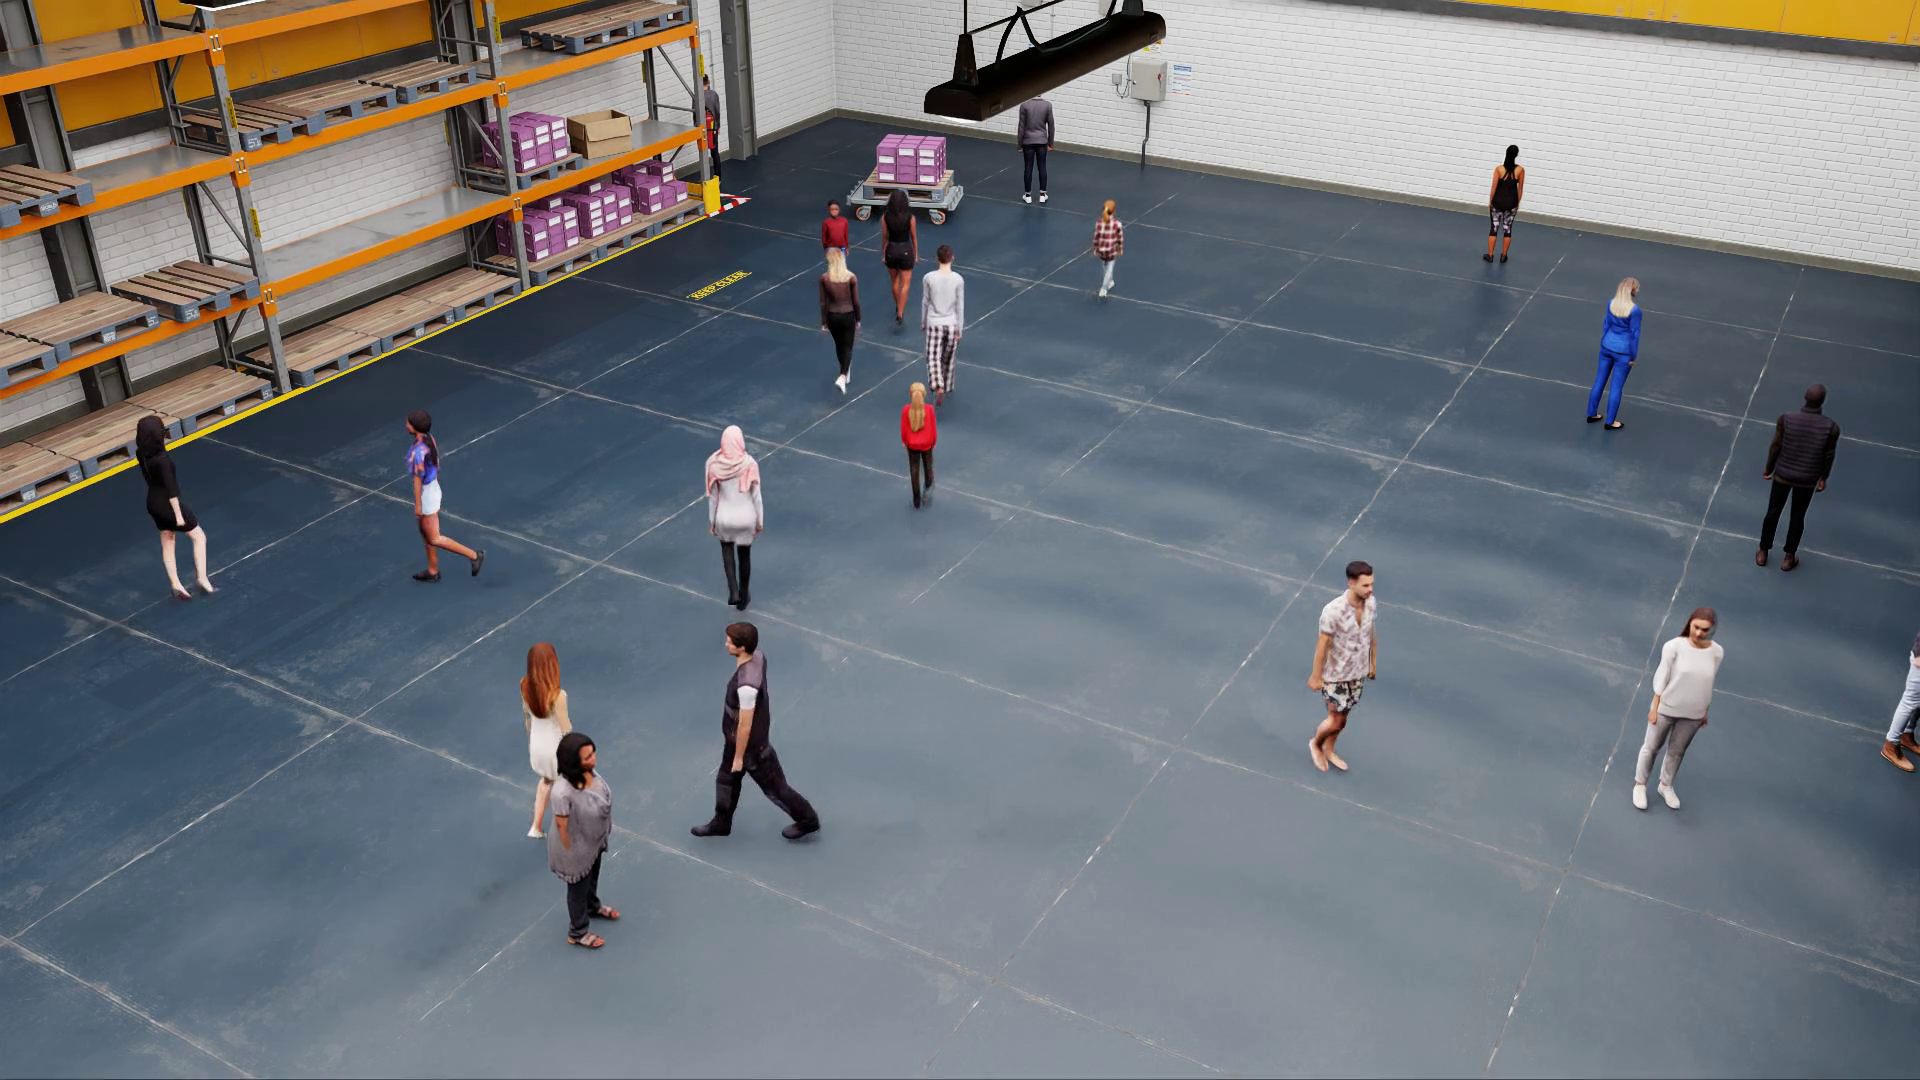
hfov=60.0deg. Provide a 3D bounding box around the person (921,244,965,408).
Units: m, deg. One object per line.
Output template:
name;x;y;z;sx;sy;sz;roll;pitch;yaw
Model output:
person;-0.198;-2.373;18.633;0.937;1.824;1.105;0;29;1

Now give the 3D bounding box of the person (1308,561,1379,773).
person;2.837;0.922;12.613;0.760;1.803;0.878;-16;33;-27

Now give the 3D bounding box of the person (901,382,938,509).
person;-0.408;-0.928;16.578;0.770;1.255;0.924;0;29;0

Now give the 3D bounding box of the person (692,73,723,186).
person;-3.991;-6.475;26.220;0.630;1.761;0.759;-17;33;-28

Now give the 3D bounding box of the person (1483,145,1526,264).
person;7.535;-4.668;23.009;0.651;1.662;0.629;4;29;7

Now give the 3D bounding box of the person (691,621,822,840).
person;-1.381;1.398;11.738;1.173;1.807;1.201;-3;29;-5

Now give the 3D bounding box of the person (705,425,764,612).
person;-1.970;-0.133;14.561;0.798;1.792;0.860;-1;29;-2

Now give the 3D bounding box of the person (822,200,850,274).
person;-1.647;-3.890;22.008;0.580;1.255;0.639;-7;29;-13

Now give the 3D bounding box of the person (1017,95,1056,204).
person;1.149;-6.073;25.425;0.807;1.816;0.787;0;29;-1

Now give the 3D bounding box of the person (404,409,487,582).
person;-4.727;-0.360;15.048;0.958;1.724;0.980;-1;29;-2

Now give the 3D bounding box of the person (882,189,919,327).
person;-0.764;-3.499;20.808;0.821;1.717;1.108;5;29;9

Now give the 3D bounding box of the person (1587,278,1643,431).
person;7.168;-2.044;18.160;0.710;1.699;0.700;-15;32;-26

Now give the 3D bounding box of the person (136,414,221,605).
person;-7.071;-0.217;14.711;0.635;1.795;0.592;17;33;28

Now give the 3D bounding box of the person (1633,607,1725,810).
person;5.272;1.213;12.202;0.680;1.688;0.689;1;29;2

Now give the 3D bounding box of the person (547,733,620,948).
person;-2.512;1.940;10.955;0.791;1.605;0.708;4;29;8

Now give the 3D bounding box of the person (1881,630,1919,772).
person;7.406;0.873;12.668;0.641;1.837;0.791;-19;34;-31

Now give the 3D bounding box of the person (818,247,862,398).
person;-1.372;-2.464;18.957;0.933;1.674;1.167;4;29;8

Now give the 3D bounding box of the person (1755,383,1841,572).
person;7.710;-0.590;15.352;0.700;1.835;0.581;17;33;29

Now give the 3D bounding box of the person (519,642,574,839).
person;-2.927;1.498;11.670;0.573;1.696;0.699;15;32;25

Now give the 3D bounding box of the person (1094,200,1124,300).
person;1.932;-3.786;21.790;0.588;1.282;0.926;12;31;21
